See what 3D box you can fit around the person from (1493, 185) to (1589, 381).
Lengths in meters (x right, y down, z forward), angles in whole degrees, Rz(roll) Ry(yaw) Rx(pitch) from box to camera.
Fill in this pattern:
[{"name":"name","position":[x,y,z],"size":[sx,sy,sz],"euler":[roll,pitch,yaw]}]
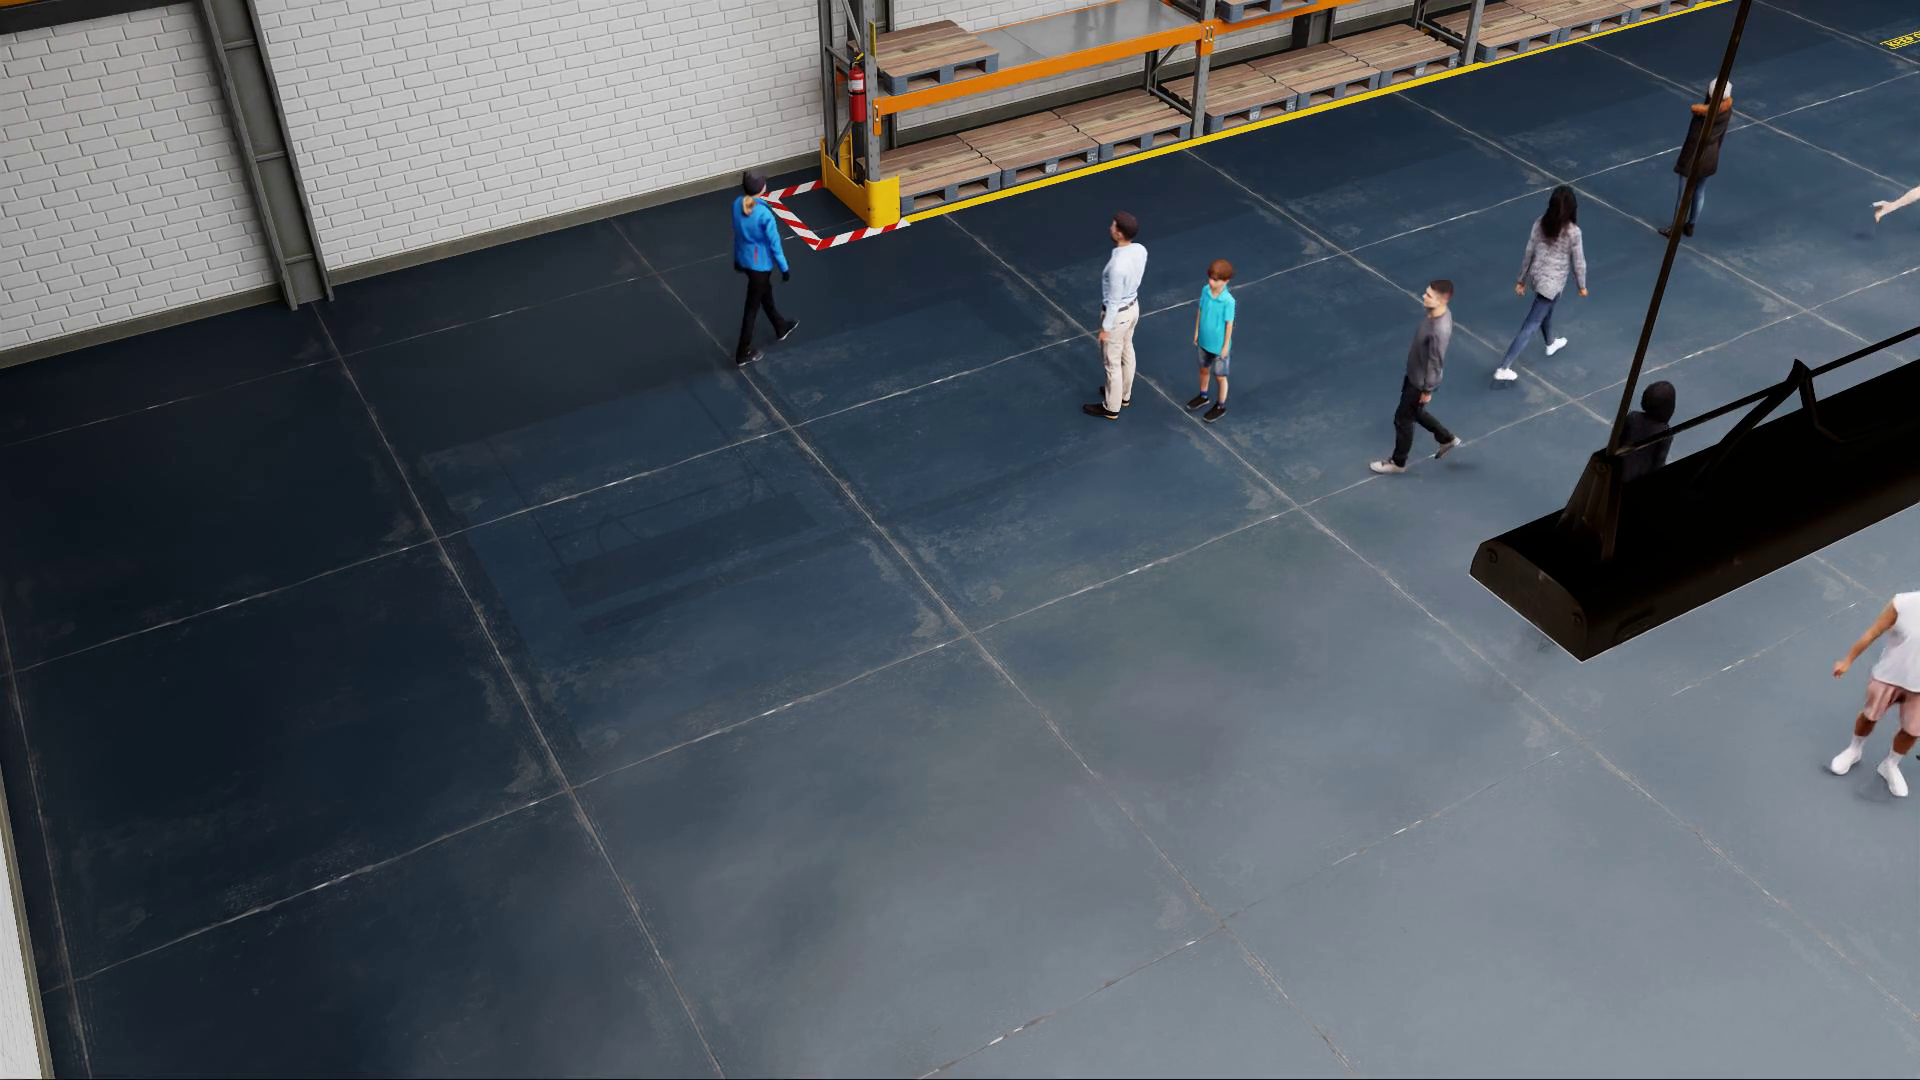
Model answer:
[{"name":"person","position":[4.896,-2.118,14.078],"size":[1.218,1.674,0.655],"euler":[-21,43,-25]}]

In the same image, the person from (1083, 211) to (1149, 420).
[{"name":"person","position":[1.297,-1.835,13.584],"size":[0.806,1.848,0.701],"euler":[21,43,24]}]

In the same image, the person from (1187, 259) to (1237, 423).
[{"name":"person","position":[2.115,-1.671,13.699],"size":[0.523,1.449,0.543],"euler":[-27,46,-29]}]

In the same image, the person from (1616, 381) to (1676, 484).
[{"name":"person","position":[4.737,-0.346,11.879],"size":[0.847,1.649,1.241],"euler":[28,47,31]}]

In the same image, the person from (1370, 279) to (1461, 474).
[{"name":"person","position":[3.669,-1.257,12.942],"size":[1.024,1.746,0.922],"euler":[4,39,5]}]

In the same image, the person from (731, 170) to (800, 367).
[{"name":"person","position":[-1.812,-2.287,14.220],"size":[0.815,1.761,1.104],"euler":[31,48,33]}]

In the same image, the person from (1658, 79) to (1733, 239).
[{"name":"person","position":[7.142,-3.685,16.073],"size":[0.582,1.633,0.721],"euler":[-13,41,-16]}]

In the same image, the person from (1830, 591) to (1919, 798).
[{"name":"person","position":[5.886,0.817,10.327],"size":[0.919,1.769,0.881],"euler":[25,45,28]}]
